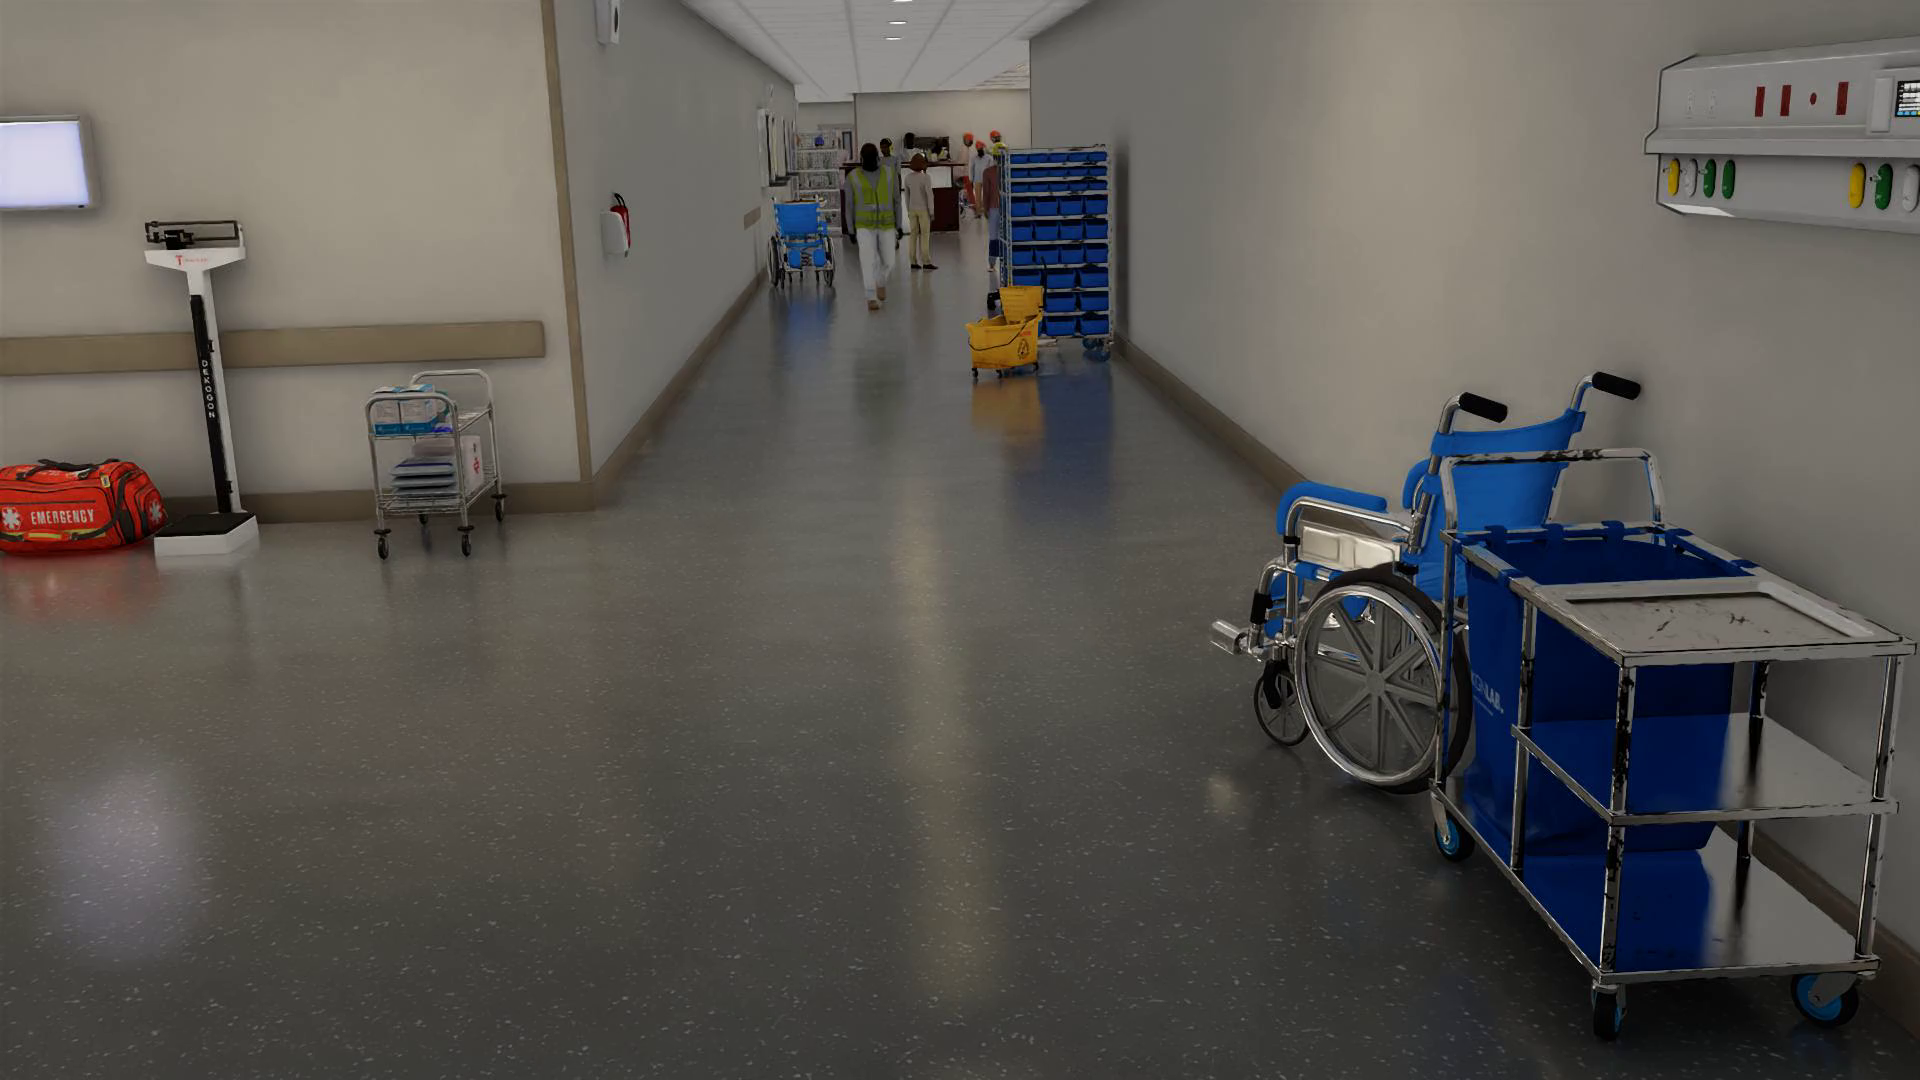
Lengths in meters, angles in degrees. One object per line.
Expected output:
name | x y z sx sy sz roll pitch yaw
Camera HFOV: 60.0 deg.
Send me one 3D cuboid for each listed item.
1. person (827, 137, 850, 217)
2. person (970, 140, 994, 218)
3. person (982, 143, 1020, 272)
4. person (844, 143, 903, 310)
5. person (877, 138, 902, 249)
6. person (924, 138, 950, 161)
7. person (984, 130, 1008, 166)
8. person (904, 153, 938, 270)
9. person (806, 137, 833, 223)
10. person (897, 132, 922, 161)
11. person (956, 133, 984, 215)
person | -2.977 -8.885 40.733 0.650 1.906 0.401 0 14 7
person | 0.498 -8.196 37.821 0.570 1.752 0.335 2 14 16
person | 0.574 -4.578 22.932 0.521 1.758 0.349 0 14 5
person | -0.966 -3.493 18.514 0.638 1.821 0.636 -5 14 -13
person | -1.223 -5.883 28.279 0.518 1.865 0.328 5 15 26
person | -0.557 -8.202 37.845 0.658 1.817 0.455 0 14 7
person | 0.846 -8.422 38.250 0.637 1.957 0.661 -5 14 -13
person | -0.564 -4.668 23.679 0.500 1.636 0.280 9 17 38
person | -3.179 -8.193 37.862 0.600 1.939 0.421 1 14 9
person | -1.129 -8.304 38.001 0.606 1.966 0.367 -5 14 -15
person | 0.066 -8.625 39.295 1.019 1.941 0.633 -3 14 -6
